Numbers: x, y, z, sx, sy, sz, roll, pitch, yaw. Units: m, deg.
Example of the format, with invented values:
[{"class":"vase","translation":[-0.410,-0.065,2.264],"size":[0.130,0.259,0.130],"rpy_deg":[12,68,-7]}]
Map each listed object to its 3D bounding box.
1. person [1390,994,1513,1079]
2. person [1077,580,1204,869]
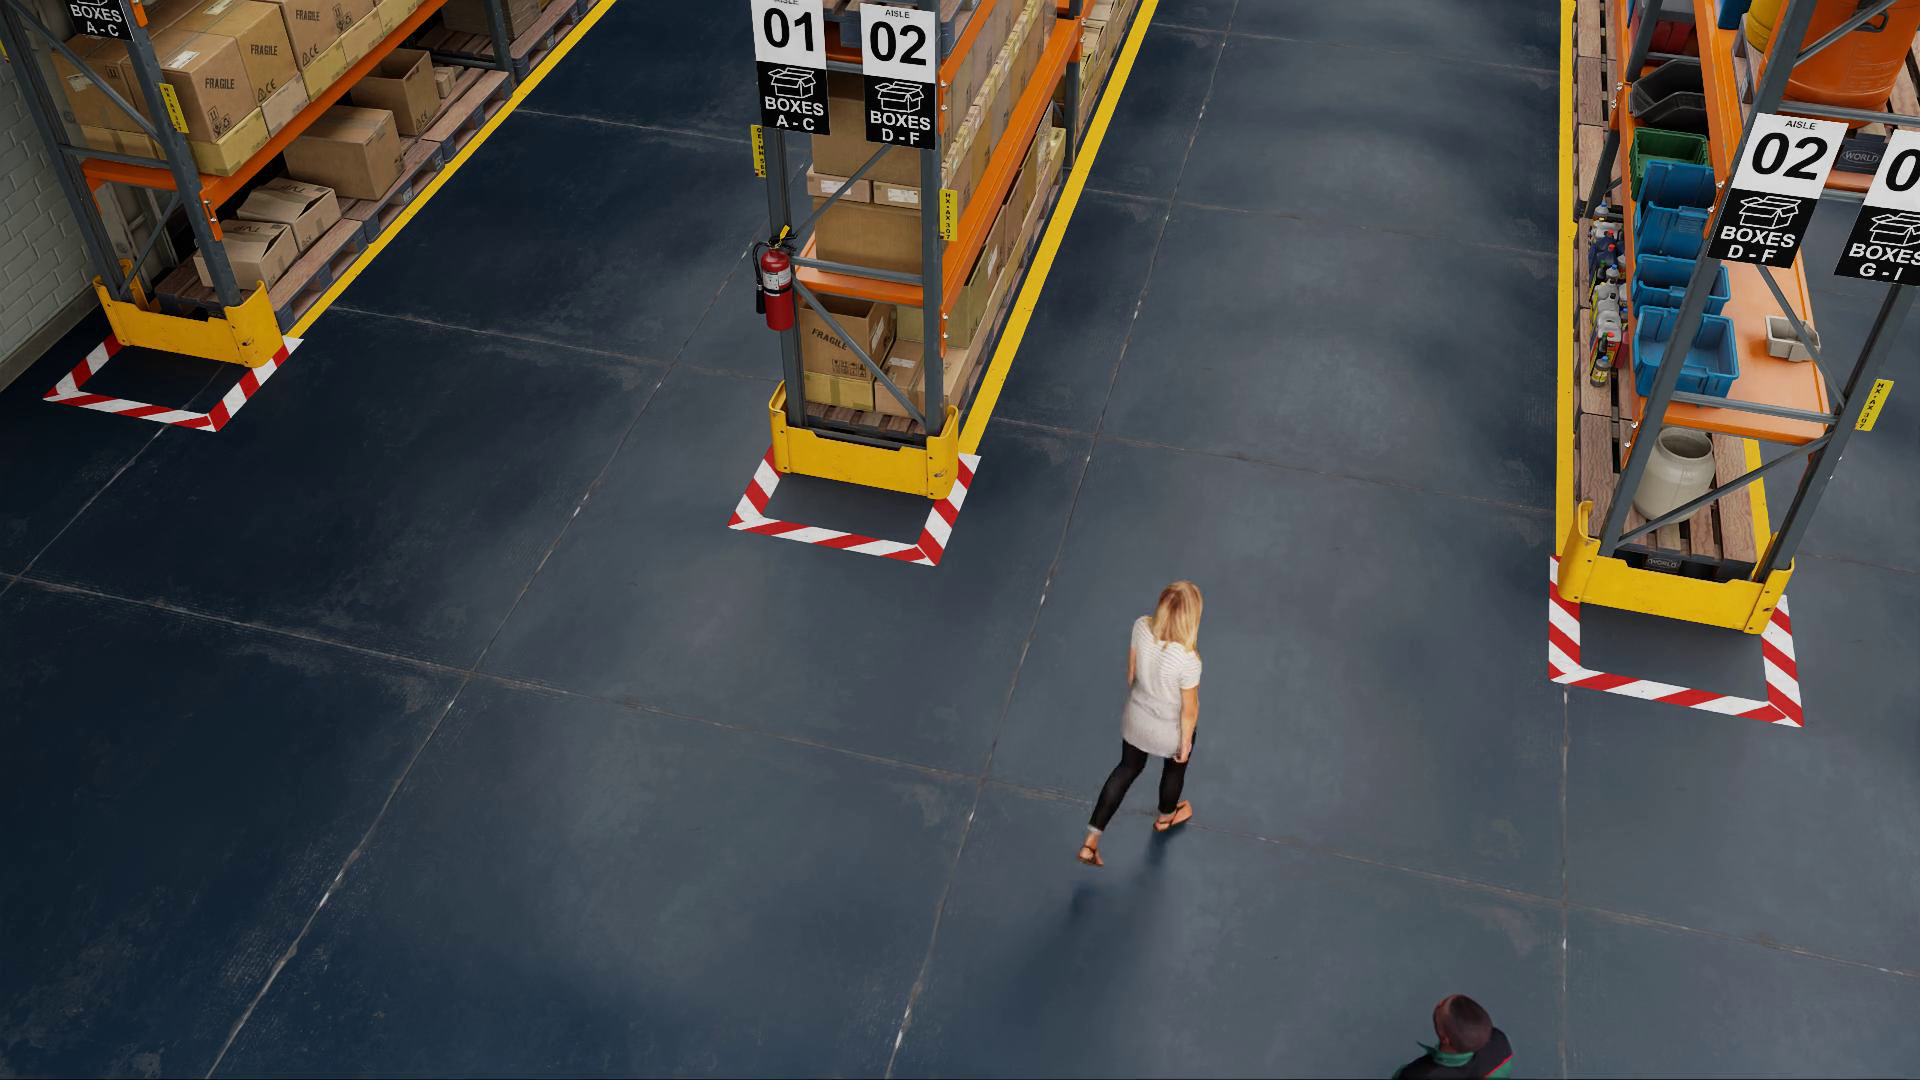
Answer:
[{"class":"person","translation":[1.790,2.321,6.409],"size":[0.765,1.838,0.836],"rpy_deg":[-24,48,-23]},{"class":"person","translation":[0.875,0.918,7.935],"size":[0.915,1.807,1.133],"rpy_deg":[32,52,29]}]
